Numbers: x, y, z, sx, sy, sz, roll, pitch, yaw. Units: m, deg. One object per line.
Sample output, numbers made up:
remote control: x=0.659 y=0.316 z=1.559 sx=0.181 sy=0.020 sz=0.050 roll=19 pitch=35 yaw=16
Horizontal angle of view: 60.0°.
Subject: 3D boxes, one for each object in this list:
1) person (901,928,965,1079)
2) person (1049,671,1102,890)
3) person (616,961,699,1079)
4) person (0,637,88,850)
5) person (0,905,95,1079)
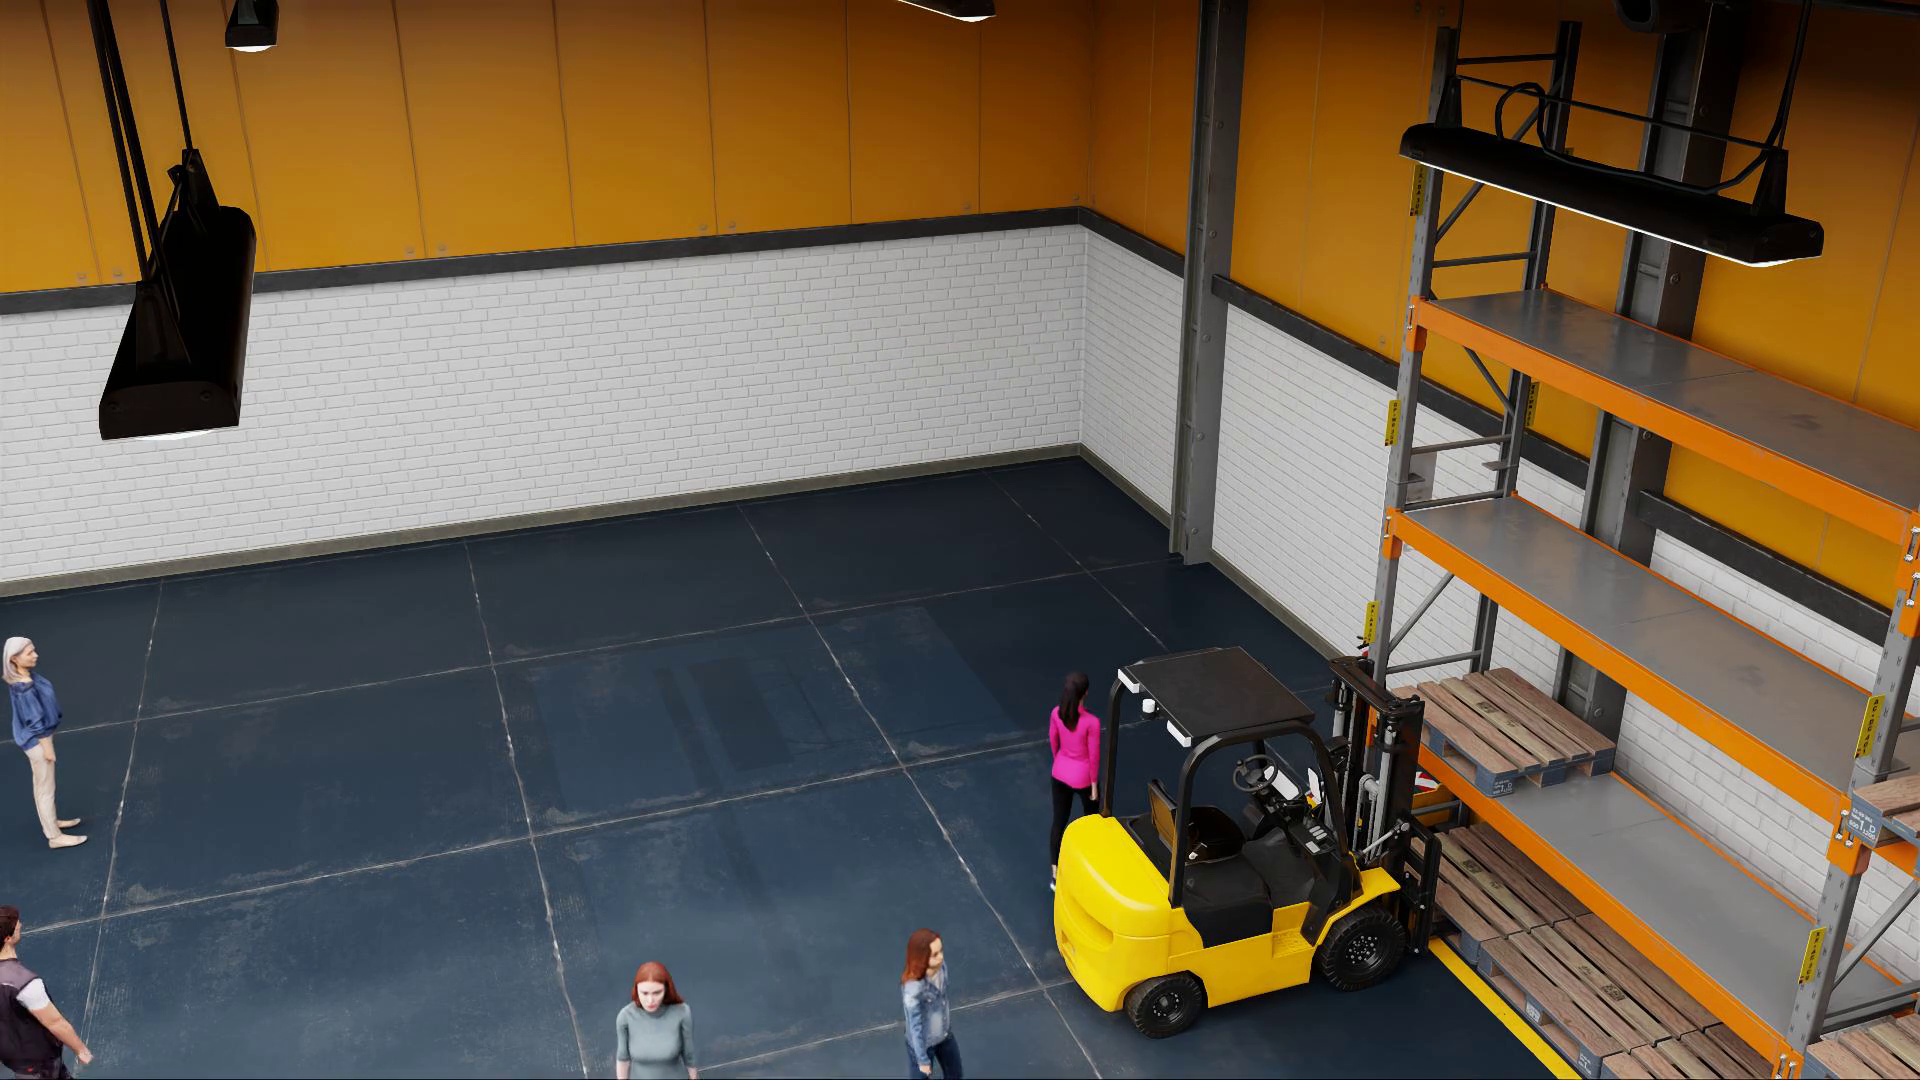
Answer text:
person: x=-0.245 y=2.855 z=9.630 sx=0.811 sy=1.462 sz=0.746 roll=15 pitch=28 yaw=30
person: x=0.774 y=1.743 z=11.903 sx=0.971 sy=1.679 sz=0.981 roll=15 pitch=28 yaw=31
person: x=-1.635 y=2.971 z=9.028 sx=0.743 sy=1.732 sz=0.970 roll=-2 pitch=24 yaw=-4
person: x=-6.904 y=1.499 z=12.438 sx=0.723 sy=1.698 sz=0.577 roll=-15 pitch=28 yaw=-30
person: x=-5.207 y=2.879 z=9.139 sx=1.148 sy=1.811 sz=1.205 roll=11 pitch=26 yaw=23
